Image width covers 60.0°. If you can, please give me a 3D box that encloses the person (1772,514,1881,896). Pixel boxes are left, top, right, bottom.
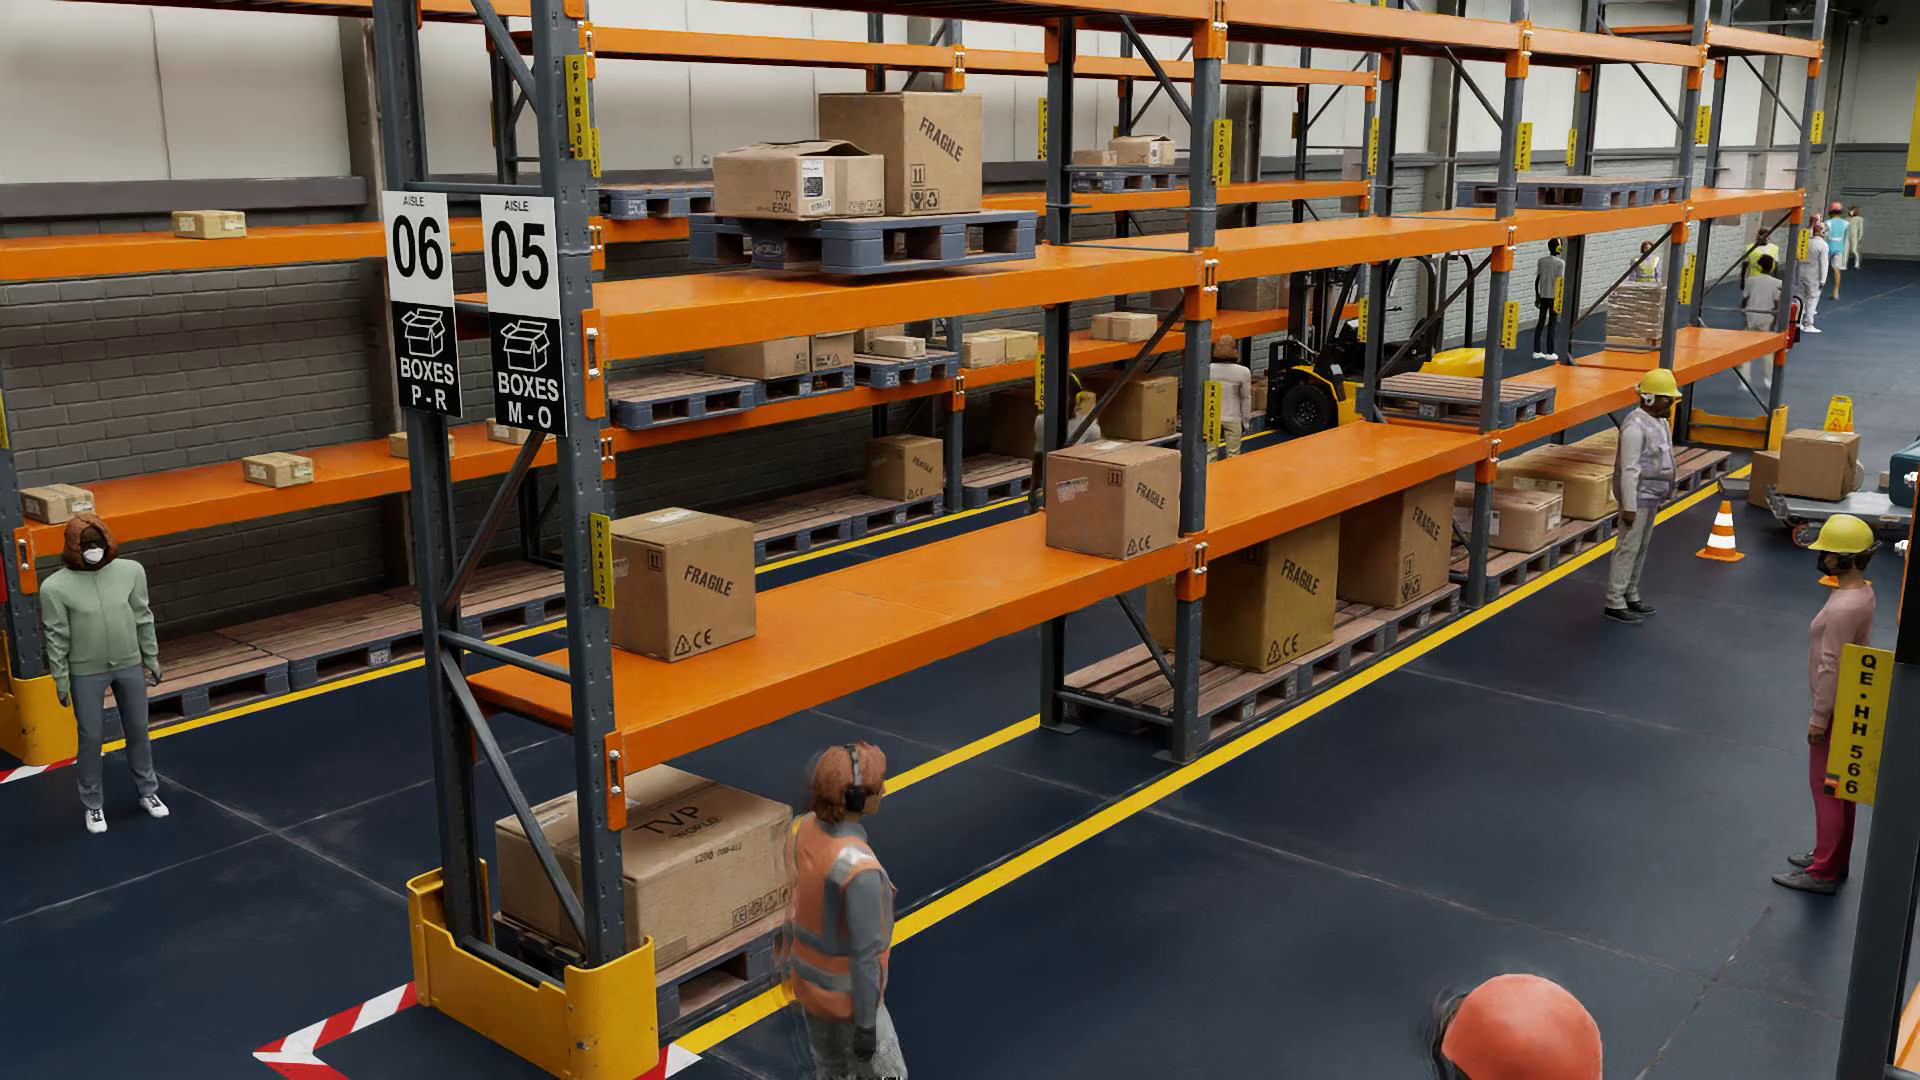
[{"bbox_3d":[3.980,0.748,7.612,0.337,1.757,0.518,9,17,33],"label":"person"}]

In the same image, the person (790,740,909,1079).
[{"bbox_3d":[-0.368,1.408,5.180,0.381,1.623,0.525,-7,16,-28],"label":"person"}]

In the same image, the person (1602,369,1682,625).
[{"bbox_3d":[4.846,-0.312,11.803,0.404,1.823,0.596,11,18,38],"label":"person"}]

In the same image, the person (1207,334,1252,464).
[{"bbox_3d":[2.419,-1.073,15.272,0.501,1.636,0.276,4,14,16],"label":"person"}]

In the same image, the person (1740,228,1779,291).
[{"bbox_3d":[13.842,-4.459,28.701,0.571,1.815,0.824,0,14,0],"label":"person"}]

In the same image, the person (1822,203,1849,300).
[{"bbox_3d":[18.234,-6.054,34.837,0.608,1.978,1.068,1,14,3],"label":"person"}]

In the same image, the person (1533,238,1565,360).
[{"bbox_3d":[9.043,-3.698,25.481,0.311,1.869,0.532,-9,16,-31],"label":"person"}]

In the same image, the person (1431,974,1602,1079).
[{"bbox_3d":[0.929,1.697,3.244,0.608,2.015,0.900,-3,14,-14],"label":"person"}]

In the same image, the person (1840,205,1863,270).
[{"bbox_3d":[22.620,-7.667,42.160,0.550,1.613,0.511,-10,17,-35],"label":"person"}]

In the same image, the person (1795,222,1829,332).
[{"bbox_3d":[14.862,-4.567,28.973,0.398,1.900,0.636,-4,14,-16],"label":"person"}]

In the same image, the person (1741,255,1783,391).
[{"bbox_3d":[10.809,-2.932,22.457,0.505,1.824,0.791,9,16,33],"label":"person"}]

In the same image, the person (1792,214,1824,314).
[{"bbox_3d":[16.296,-5.288,31.901,0.399,1.900,0.645,-4,14,-14],"label":"person"}]

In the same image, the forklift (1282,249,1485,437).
[{"bbox_3d":[4.886,-2.214,18.767,2.313,2.155,1.214,11,18,38],"label":"forklift"}]

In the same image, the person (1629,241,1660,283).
[{"bbox_3d":[11.638,-4.275,28.326,0.509,1.631,0.310,0,14,1],"label":"person"}]

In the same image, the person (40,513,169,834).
[{"bbox_3d":[-4.256,0.653,8.279,0.292,1.623,0.501,13,19,42],"label":"person"}]

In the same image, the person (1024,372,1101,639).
[{"bbox_3d":[0.742,-0.272,11.576,0.536,1.851,0.706,9,16,32],"label":"person"}]
